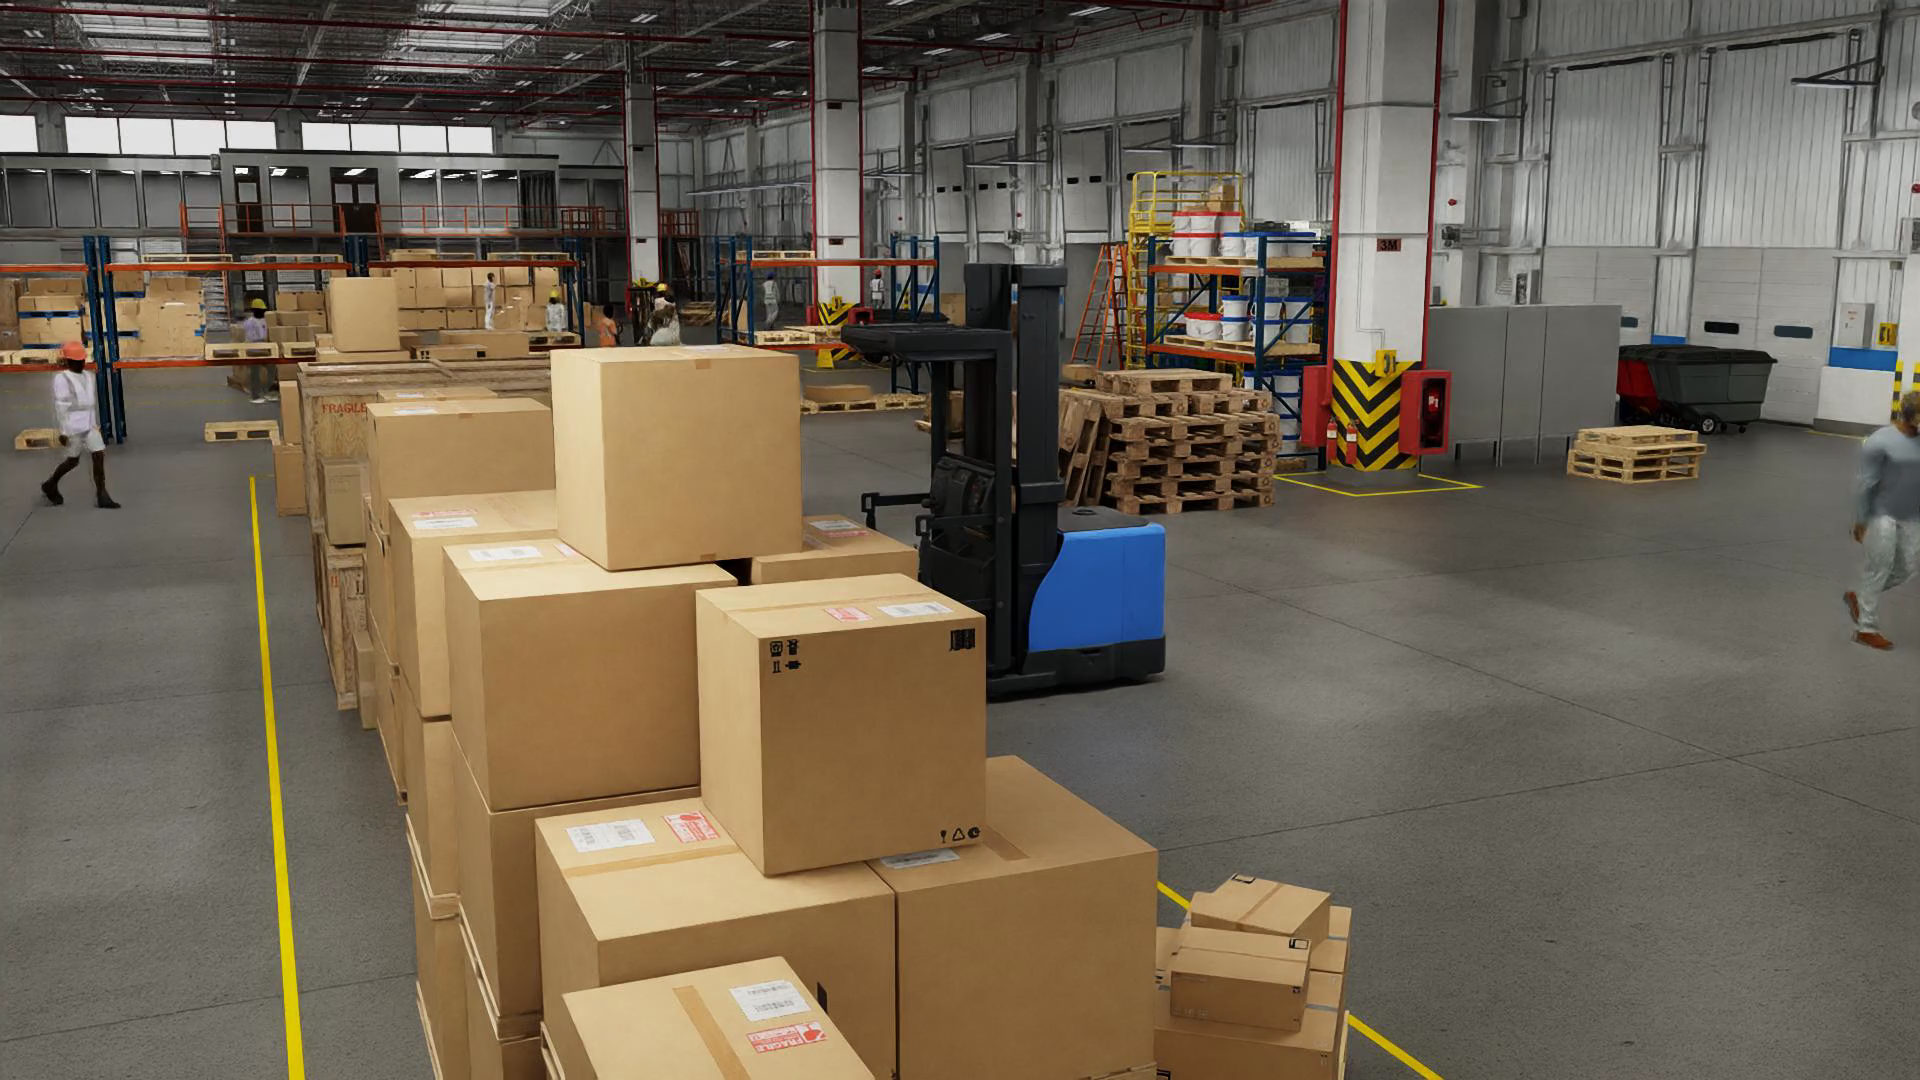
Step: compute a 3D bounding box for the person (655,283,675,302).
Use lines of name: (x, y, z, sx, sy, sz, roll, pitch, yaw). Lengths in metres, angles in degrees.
person: (-7.048, -5.303, 40.576, 0.952, 1.927, 0.589, 6, 12, 28)

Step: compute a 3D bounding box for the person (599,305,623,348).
person: (-7.065, -3.920, 33.657, 0.864, 1.649, 0.542, -7, 12, -34)

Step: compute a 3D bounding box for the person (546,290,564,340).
person: (-9.905, -5.229, 40.654, 0.511, 1.727, 0.364, 2, 11, 13)

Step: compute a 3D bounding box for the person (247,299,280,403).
person: (-12.650, -3.426, 30.242, 0.693, 1.901, 0.624, 1, 10, 3)

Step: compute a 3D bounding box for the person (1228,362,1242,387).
person: (5.254, -3.791, 32.270, 0.482, 1.902, 0.565, 0, 10, -3)

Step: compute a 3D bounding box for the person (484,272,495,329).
person: (-14.932, -7.541, 52.885, 0.380, 1.931, 0.625, 0, 10, -1)

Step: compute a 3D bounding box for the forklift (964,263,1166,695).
forklift: (0.362, -0.447, 11.148, 1.873, 2.768, 1.129, -4, 11, -23)

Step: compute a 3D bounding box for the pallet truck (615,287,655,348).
pallet truck: (-6.464, -4.406, 35.401, 0.823, 1.965, 1.885, 6, 12, 32)

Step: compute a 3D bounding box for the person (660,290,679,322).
person: (-6.527, -4.679, 37.359, 0.430, 1.837, 0.624, -2, 10, -11)

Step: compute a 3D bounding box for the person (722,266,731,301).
person: (-10.984, -12.319, 79.062, 0.659, 1.973, 0.626, -2, 10, -10)

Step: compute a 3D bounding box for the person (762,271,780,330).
person: (-6.167, -7.812, 54.342, 0.639, 1.932, 0.442, 5, 11, 24)

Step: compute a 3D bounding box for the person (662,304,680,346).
person: (-5.326, -3.373, 30.195, 0.531, 1.823, 0.461, 2, 11, 13)

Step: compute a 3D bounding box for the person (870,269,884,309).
person: (-2.809, -8.290, 56.975, 0.548, 1.936, 0.378, 7, 12, 33)

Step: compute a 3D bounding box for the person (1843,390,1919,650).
person: (6.837, -0.173, 12.307, 0.660, 1.917, 0.568, -2, 11, -13)

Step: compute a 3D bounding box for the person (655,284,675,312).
person: (-7.028, -5.089, 39.366, 0.594, 1.922, 0.386, -8, 13, -37)

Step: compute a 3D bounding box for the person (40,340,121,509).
person: (-9.848, -1.276, 18.456, 0.858, 1.906, 0.557, 3, 11, 16)

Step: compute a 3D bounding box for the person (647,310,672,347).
person: (-4.562, -2.475, 24.961, 0.545, 1.921, 0.660, 0, 10, -1)
